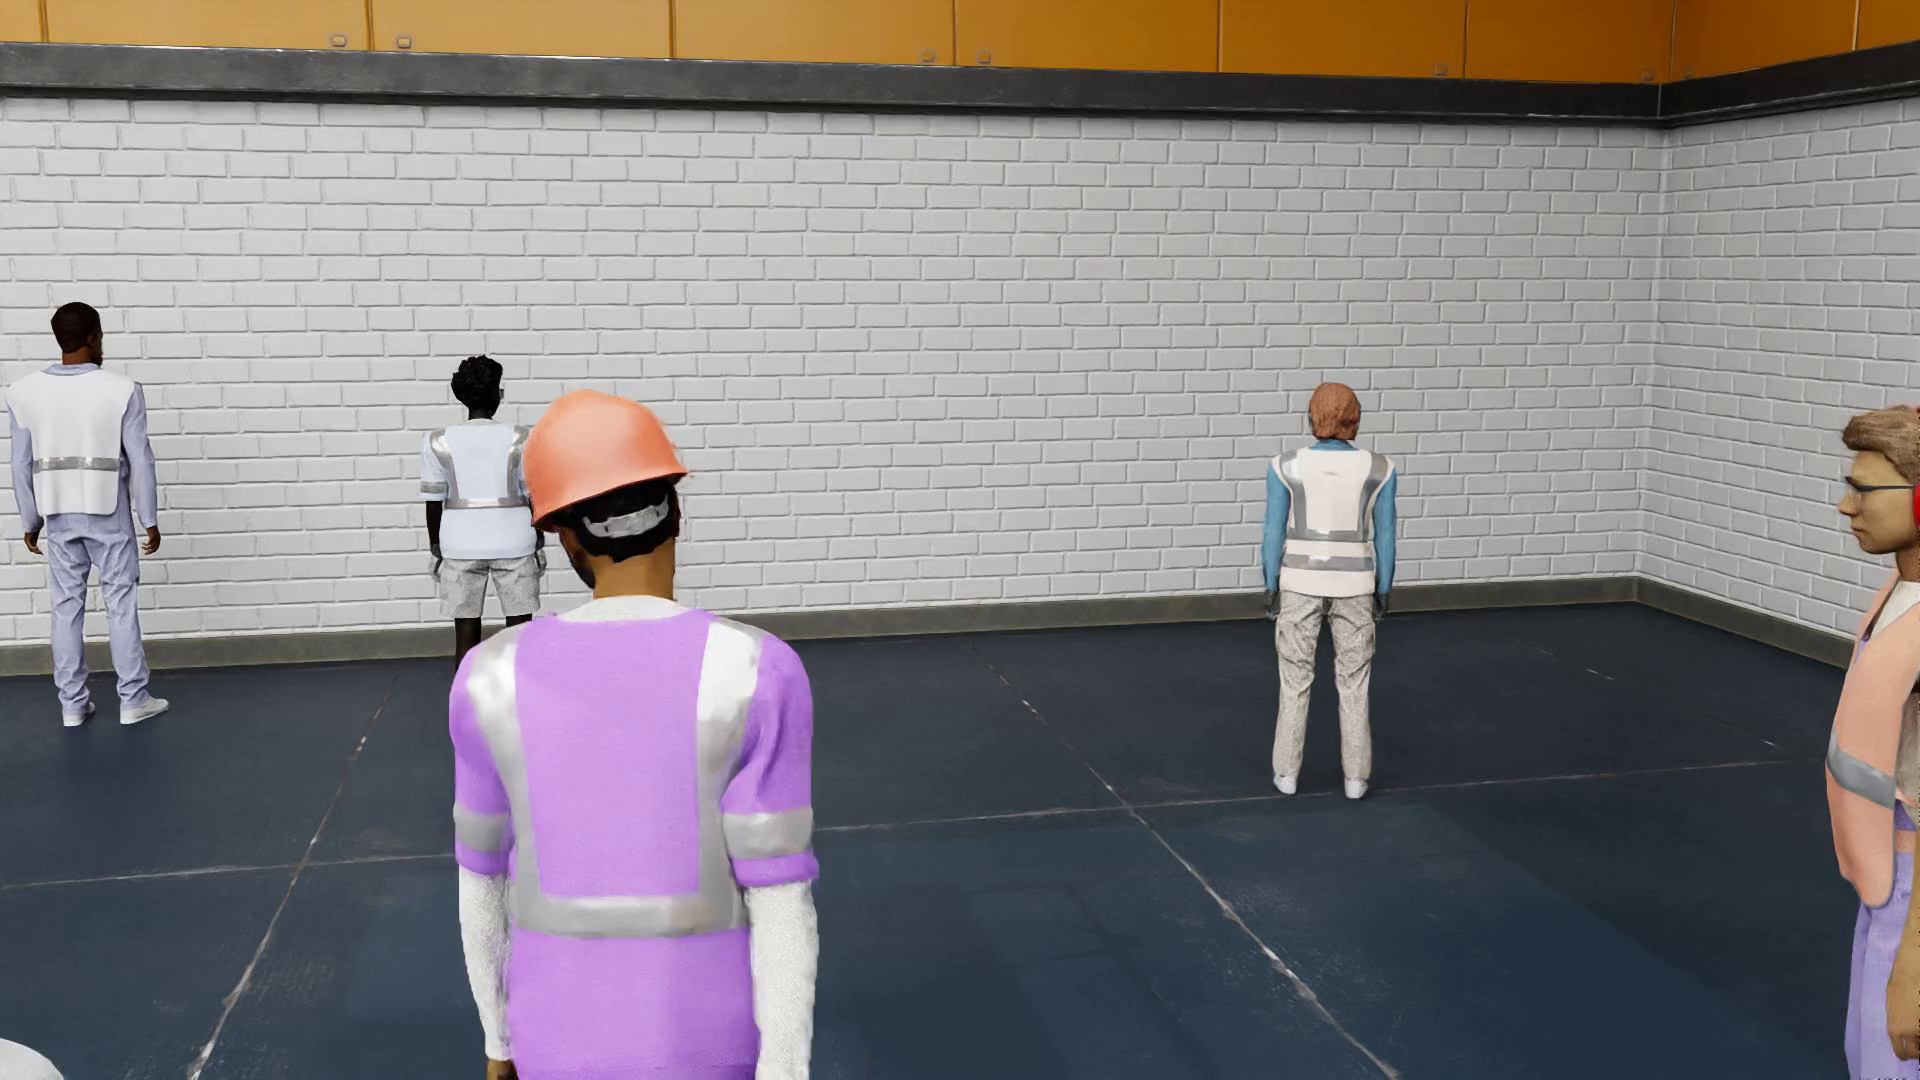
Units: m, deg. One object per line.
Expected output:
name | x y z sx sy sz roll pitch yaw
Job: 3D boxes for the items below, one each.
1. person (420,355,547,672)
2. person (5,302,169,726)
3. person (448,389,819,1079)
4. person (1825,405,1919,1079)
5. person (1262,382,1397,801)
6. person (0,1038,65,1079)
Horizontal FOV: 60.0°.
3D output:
person | -2.041 0.053 7.193 0.535 1.699 0.322 -2 10 -12
person | -3.939 -0.108 7.512 0.596 1.915 0.370 -1 9 -7
person | -0.474 0.738 2.421 0.559 1.889 0.621 0 9 3
person | 1.772 0.669 3.049 0.395 1.834 0.616 5 10 27
person | 1.433 0.205 6.477 0.513 1.628 0.319 1 9 8
person | -0.966 0.995 1.346 0.392 1.739 0.577 4 10 24
